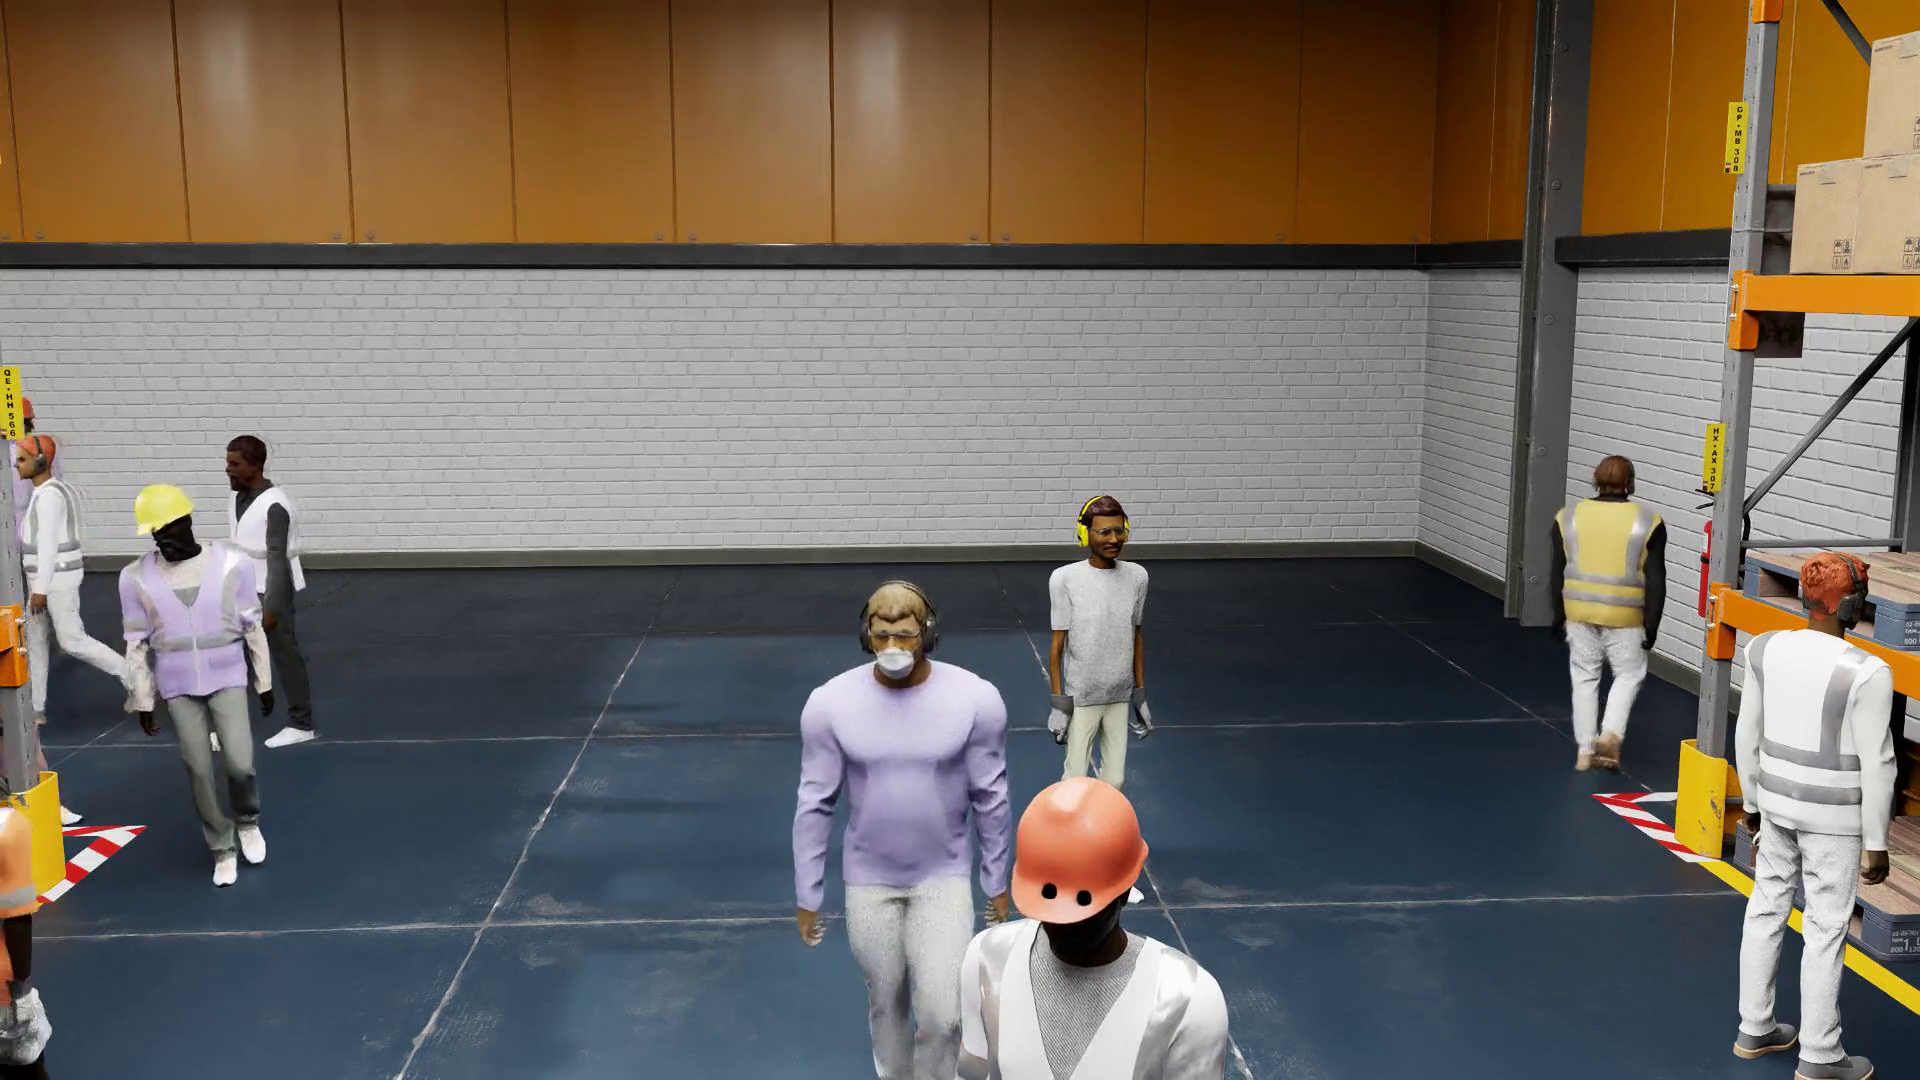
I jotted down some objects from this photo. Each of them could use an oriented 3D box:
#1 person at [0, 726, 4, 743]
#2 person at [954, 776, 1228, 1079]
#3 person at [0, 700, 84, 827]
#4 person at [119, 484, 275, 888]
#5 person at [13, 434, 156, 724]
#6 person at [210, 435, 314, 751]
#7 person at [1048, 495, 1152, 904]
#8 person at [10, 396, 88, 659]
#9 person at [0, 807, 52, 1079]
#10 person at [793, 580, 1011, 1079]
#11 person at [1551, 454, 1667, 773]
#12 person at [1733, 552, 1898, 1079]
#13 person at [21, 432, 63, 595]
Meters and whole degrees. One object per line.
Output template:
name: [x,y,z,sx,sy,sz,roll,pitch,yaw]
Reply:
person: [-6.078,0.397,9.780,0.590,1.793,0.912,7,11,38]
person: [0.221,1.376,3.174,0.543,1.928,0.372,4,10,23]
person: [-5.069,0.568,8.463,0.968,1.865,0.644,3,9,15]
person: [-3.506,0.672,7.677,0.618,1.896,0.415,-3,10,-20]
person: [-5.634,0.251,10.494,0.880,1.860,0.588,-6,11,-34]
person: [-4.224,0.335,9.799,0.633,1.890,0.830,8,12,41]
person: [0.629,0.725,7.445,0.507,1.872,0.329,-4,10,-25]
person: [-6.681,-0.050,11.897,0.625,1.991,1.030,-1,9,-8]
person: [-2.888,1.247,4.829,0.546,1.650,0.887,-1,9,-8]
person: [-0.187,1.079,5.055,0.665,1.914,0.722,1,9,5]
person: [3.640,0.433,9.402,0.628,1.831,0.533,6,11,34]
person: [3.002,0.972,5.848,0.347,1.882,0.584,-4,10,-24]
person: [-7.060,-0.052,12.516,0.627,1.801,0.799,-6,11,-33]
